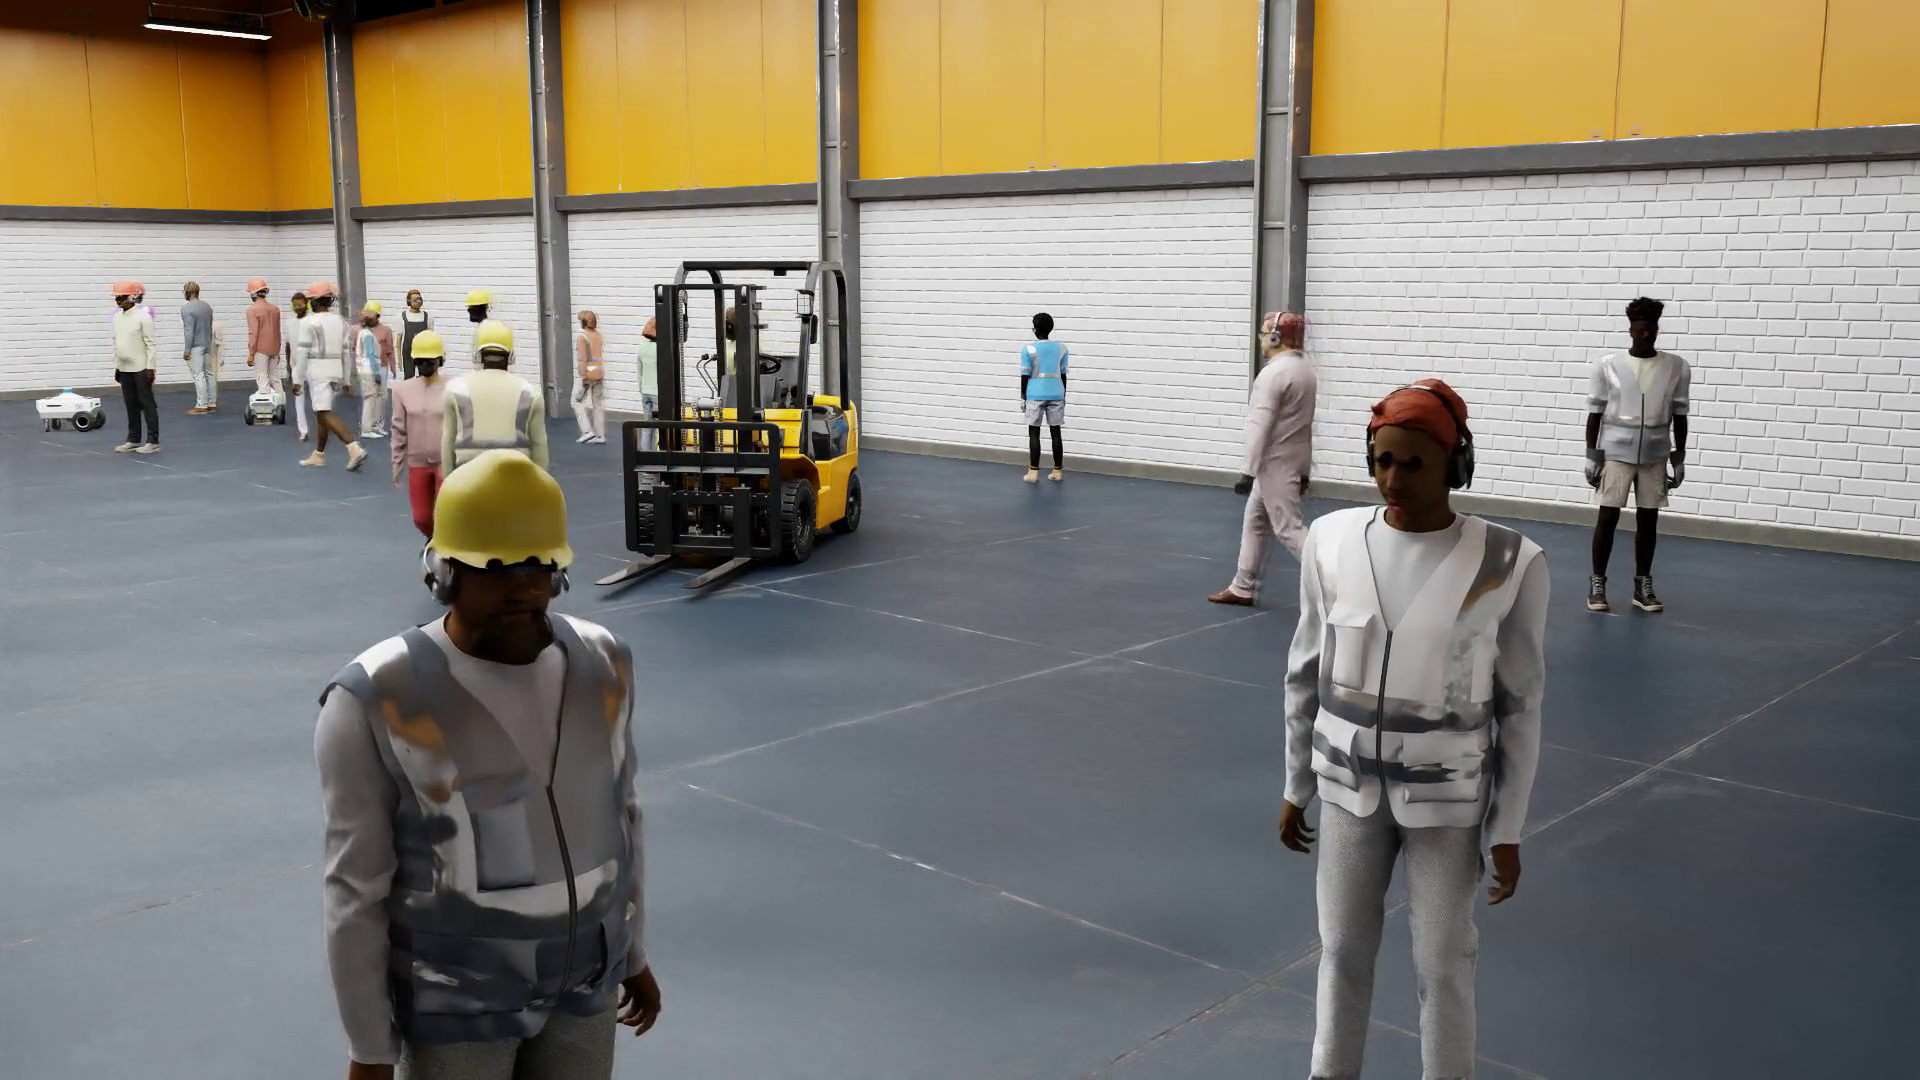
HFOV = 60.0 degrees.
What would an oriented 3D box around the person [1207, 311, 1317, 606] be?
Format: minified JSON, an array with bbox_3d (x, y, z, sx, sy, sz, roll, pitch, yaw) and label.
[{"bbox_3d":[1.999,-0.462,10.184,0.946,1.873,0.640,5,10,26],"label":"person"}]

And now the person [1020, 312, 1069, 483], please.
[{"bbox_3d":[0.836,-1.411,16.551,0.537,1.694,0.322,-4,10,-21],"label":"person"}]

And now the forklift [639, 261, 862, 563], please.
[{"bbox_3d":[-1.552,-1.040,12.721,1.214,2.155,2.313,2,9,11],"label":"forklift"}]

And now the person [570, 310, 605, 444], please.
[{"bbox_3d":[-4.495,-1.962,20.125,0.432,1.625,0.520,4,10,24],"label":"person"}]

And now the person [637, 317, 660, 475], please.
[{"bbox_3d":[-3.101,-1.461,17.017,0.501,1.631,0.287,8,12,41],"label":"person"}]

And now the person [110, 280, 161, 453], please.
[{"bbox_3d":[-9.524,-1.991,19.157,0.614,1.993,0.395,4,10,25],"label":"person"}]

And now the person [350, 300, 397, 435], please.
[{"bbox_3d":[-7.527,-2.212,21.325,0.544,1.737,0.537,-4,10,-24],"label":"person"}]

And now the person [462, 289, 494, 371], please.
[{"bbox_3d":[-5.164,-1.723,17.824,0.818,1.898,0.608,-1,9,-4],"label":"person"}]

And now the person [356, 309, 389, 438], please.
[{"bbox_3d":[-7.330,-2.078,20.836,0.473,1.618,0.539,-4,10,-24],"label":"person"}]

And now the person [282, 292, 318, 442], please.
[{"bbox_3d":[-8.092,-2.151,20.615,0.519,1.849,0.806,-2,9,-9],"label":"person"}]

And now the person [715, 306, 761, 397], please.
[{"bbox_3d":[-1.860,-1.134,14.522,0.547,1.807,0.664,-2,9,-12],"label":"person"}]

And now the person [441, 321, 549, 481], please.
[{"bbox_3d":[-2.758,-0.390,9.887,0.625,1.815,0.692,-3,10,-19],"label":"person"}]

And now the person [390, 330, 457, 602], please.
[{"bbox_3d":[-3.395,-0.499,10.825,0.546,1.738,0.638,0,9,1],"label":"person"}]

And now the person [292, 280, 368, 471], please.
[{"bbox_3d":[-6.621,-1.716,17.462,0.971,2.012,0.625,4,10,21],"label":"person"}]

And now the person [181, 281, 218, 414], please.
[{"bbox_3d":[-11.129,-2.800,24.292,0.356,1.938,0.633,1,9,8],"label":"person"}]

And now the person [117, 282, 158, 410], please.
[{"bbox_3d":[-12.345,-2.904,25.000,0.545,1.921,0.436,-2,9,-12],"label":"person"}]

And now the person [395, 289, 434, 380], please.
[{"bbox_3d":[-7.318,-2.445,22.403,0.507,1.847,0.345,-4,10,-26],"label":"person"}]

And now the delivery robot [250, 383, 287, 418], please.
[{"bbox_3d":[-9.489,-1.916,22.814,0.477,0.478,0.707,-2,9,-10],"label":"delivery robot"}]

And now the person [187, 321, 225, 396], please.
[{"bbox_3d":[-11.217,-2.709,24.708,0.528,1.611,0.534,-5,10,-26],"label":"person"}]

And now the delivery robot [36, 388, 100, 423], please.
[{"bbox_3d":[-11.661,-1.741,21.746,0.707,0.478,0.477,-2,9,-11],"label":"delivery robot"}]

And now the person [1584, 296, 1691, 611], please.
[{"bbox_3d":[4.184,-0.528,10.317,0.616,1.956,0.392,2,9,11],"label":"person"}]

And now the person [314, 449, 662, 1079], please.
[{"bbox_3d":[-0.767,0.752,2.847,0.403,1.827,0.601,9,13,44],"label":"person"}]

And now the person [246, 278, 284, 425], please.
[{"bbox_3d":[-9.506,-2.565,22.687,0.398,1.990,0.622,3,10,15],"label":"person"}]

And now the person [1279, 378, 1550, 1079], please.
[{"bbox_3d":[0.983,0.583,3.711,0.572,1.886,0.354,6,11,34],"label":"person"}]
